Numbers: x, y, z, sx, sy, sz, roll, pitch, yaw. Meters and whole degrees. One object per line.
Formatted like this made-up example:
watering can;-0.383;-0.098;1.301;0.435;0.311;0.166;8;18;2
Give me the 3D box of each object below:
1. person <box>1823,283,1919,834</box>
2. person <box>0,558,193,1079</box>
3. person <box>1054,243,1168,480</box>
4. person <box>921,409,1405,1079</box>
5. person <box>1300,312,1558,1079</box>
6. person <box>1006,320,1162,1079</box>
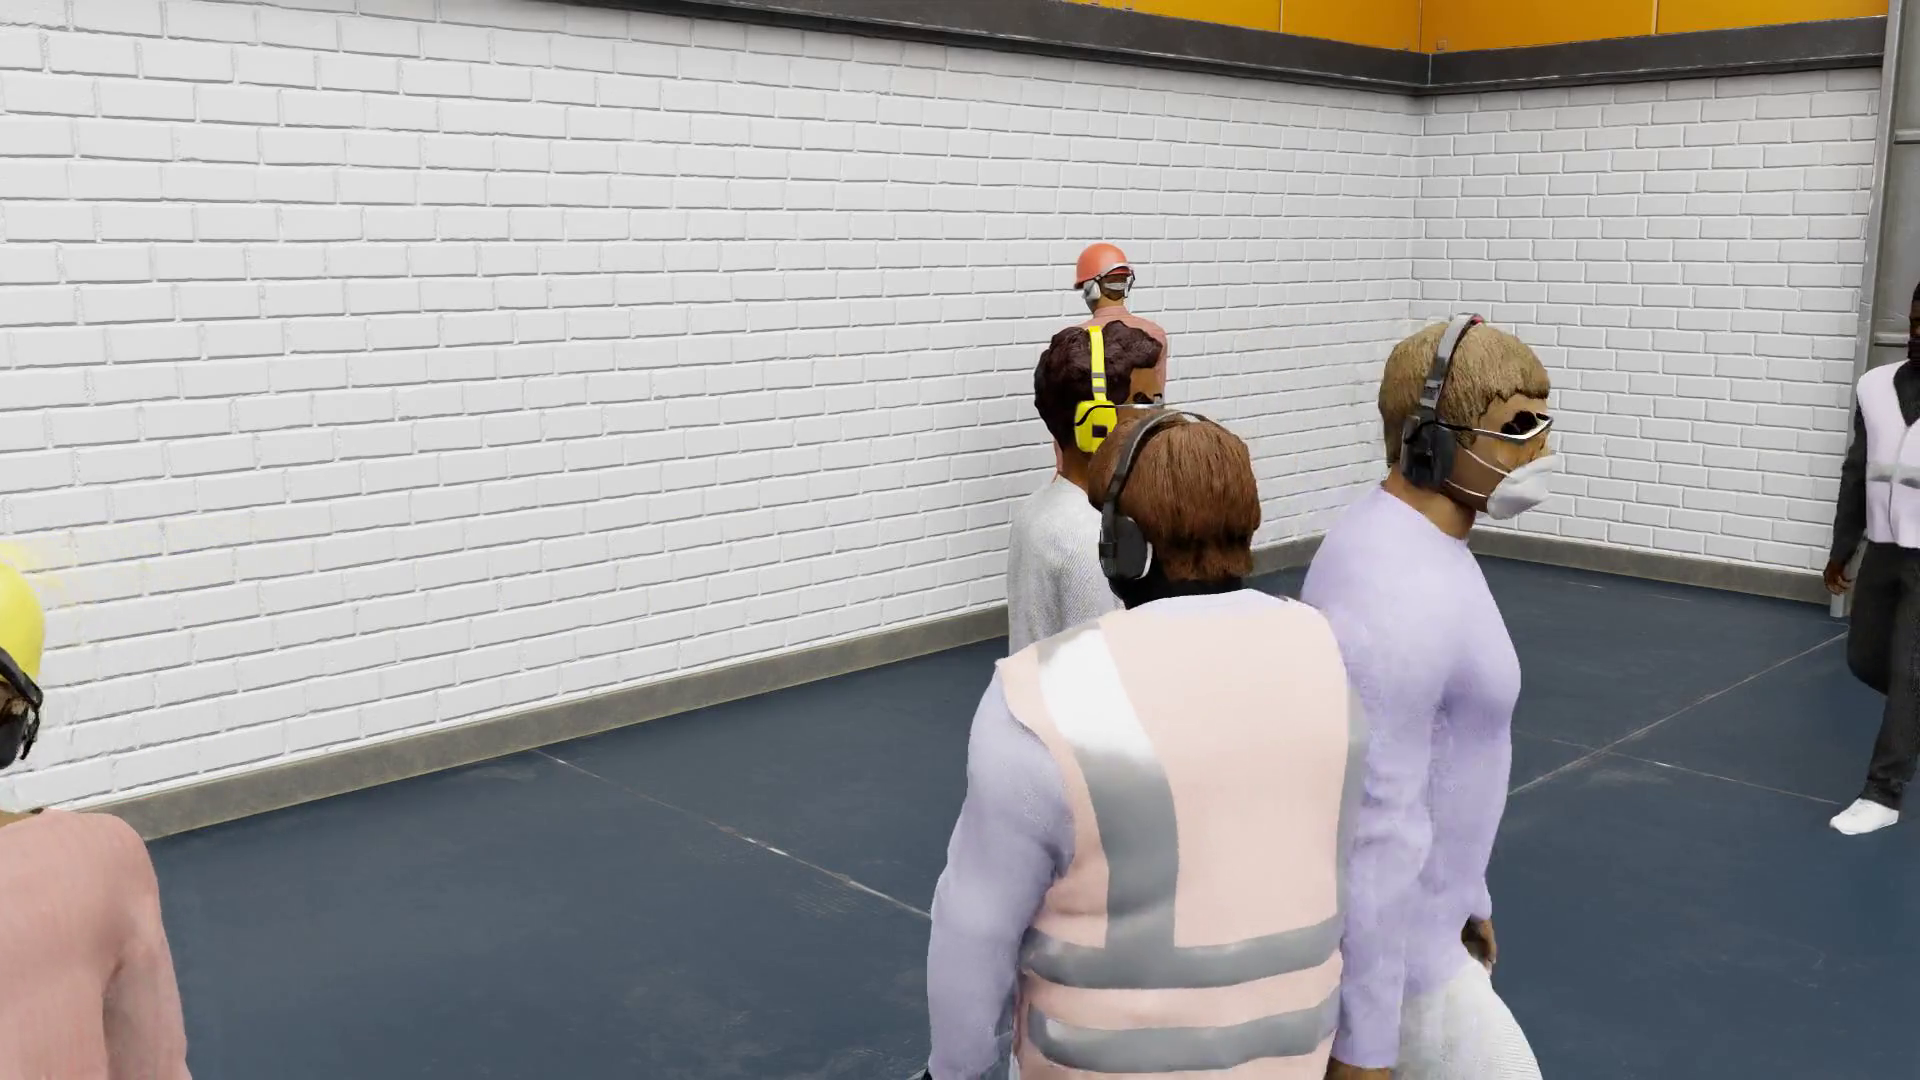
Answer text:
person;3.314;0.041;5.693;0.733;1.900;0.607;-4;11;-23
person;-1.003;0.863;1.773;0.887;1.709;0.536;1;10;6
person;0.674;-0.362;7.669;0.609;1.986;0.390;-7;12;-33
person;0.270;0.718;2.325;0.630;1.800;0.942;-6;12;-29
person;0.745;0.627;2.494;0.675;1.908;0.635;2;11;10
person;0.249;0.530;3.122;0.329;1.872;0.507;-2;11;-9
